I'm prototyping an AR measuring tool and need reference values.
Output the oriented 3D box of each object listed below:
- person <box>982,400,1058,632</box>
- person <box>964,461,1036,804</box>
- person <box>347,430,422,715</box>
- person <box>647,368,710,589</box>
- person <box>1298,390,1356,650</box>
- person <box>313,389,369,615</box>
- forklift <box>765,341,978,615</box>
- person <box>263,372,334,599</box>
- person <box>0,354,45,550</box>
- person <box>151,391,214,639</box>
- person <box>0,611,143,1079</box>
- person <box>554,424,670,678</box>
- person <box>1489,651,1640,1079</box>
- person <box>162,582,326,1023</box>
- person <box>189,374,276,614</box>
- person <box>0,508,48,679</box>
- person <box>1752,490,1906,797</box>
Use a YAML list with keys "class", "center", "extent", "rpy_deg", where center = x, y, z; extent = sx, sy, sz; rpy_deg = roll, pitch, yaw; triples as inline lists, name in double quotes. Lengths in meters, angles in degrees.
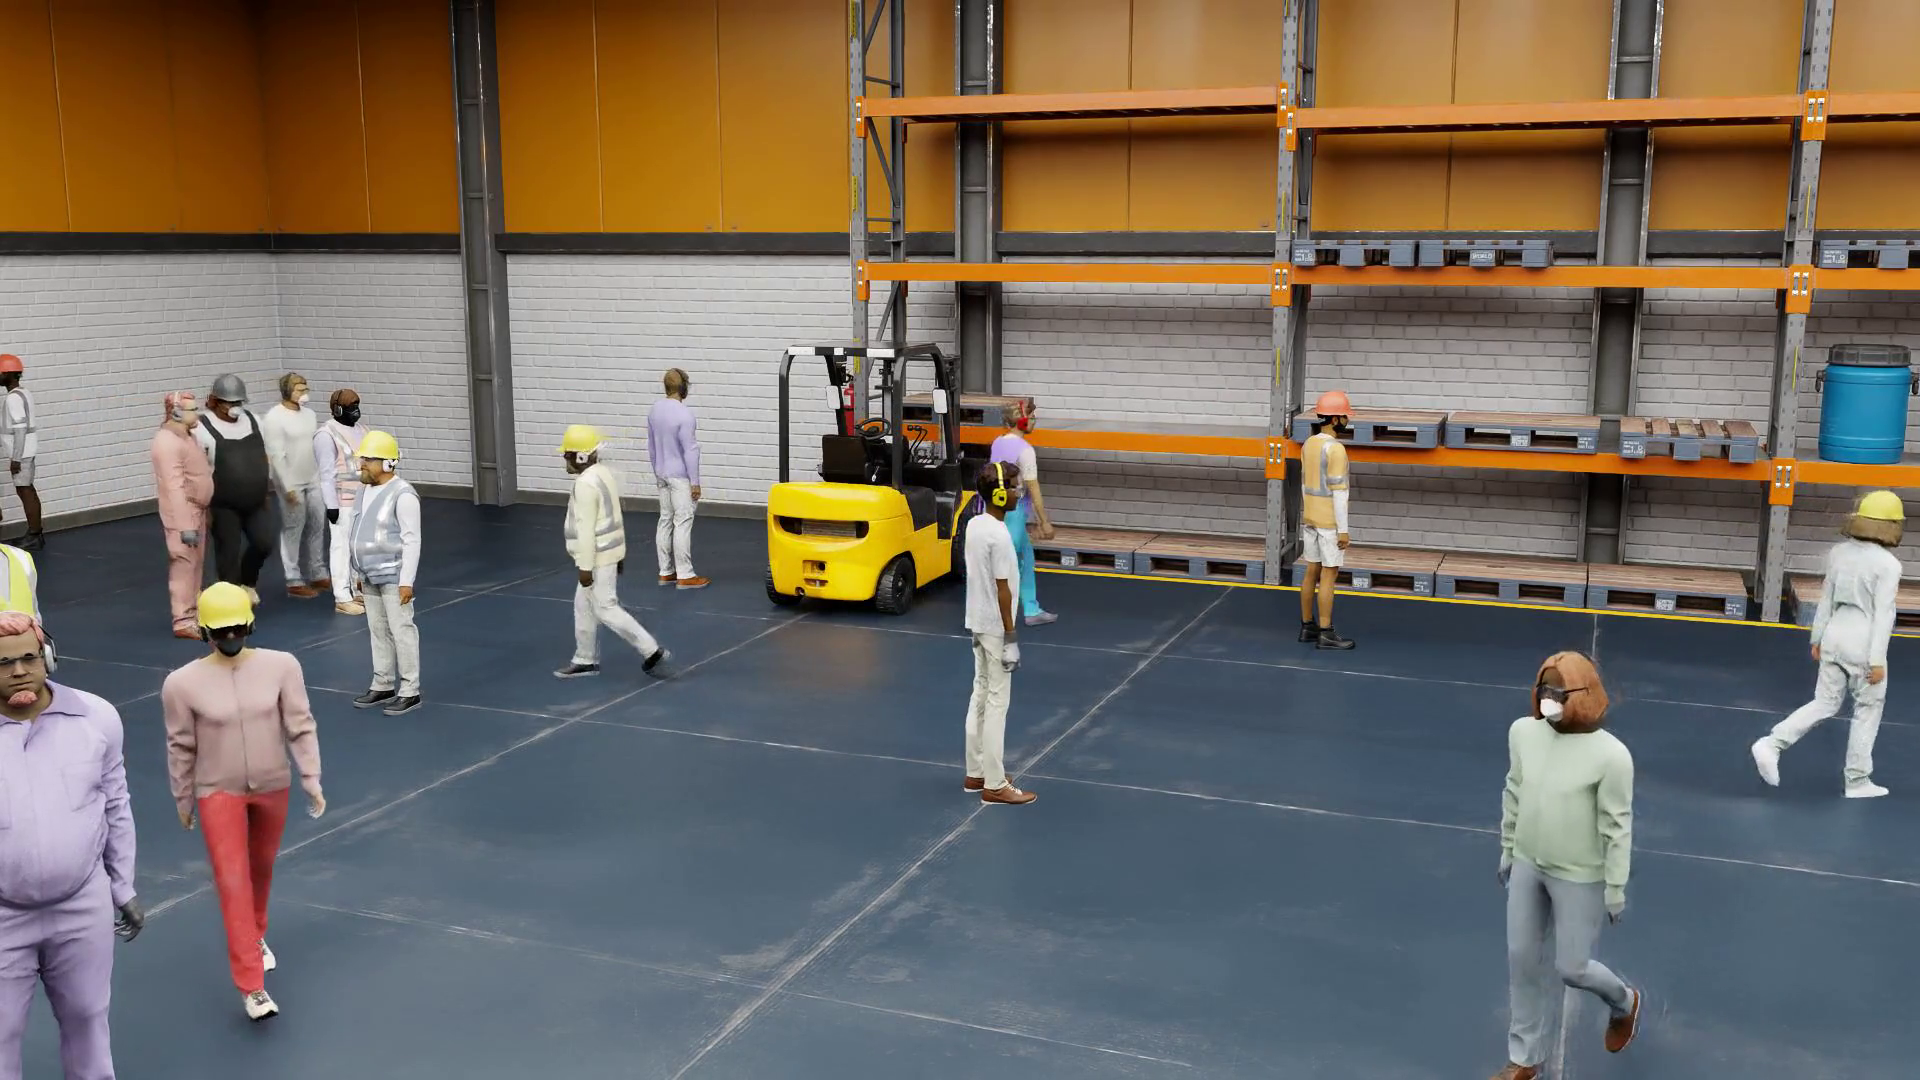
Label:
- class: "person"
  center: [0.505, -0.171, 12.908]
  extent: [0.841, 1.814, 0.569]
  rpy_deg: [-3, 11, -18]
- class: "person"
  center: [0.191, 0.504, 9.030]
  extent: [0.319, 1.860, 0.540]
  rpy_deg: [-4, 11, -21]
- class: "person"
  center: [-3.720, 0.207, 10.736]
  extent: [0.590, 1.837, 0.404]
  rpy_deg: [8, 13, 36]
- class: "person"
  center: [-2.482, -0.540, 14.610]
  extent: [0.357, 1.937, 0.637]
  rpy_deg: [-9, 14, -42]
- class: "person"
  center: [2.752, -0.148, 12.433]
  extent: [0.354, 1.939, 0.544]
  rpy_deg: [-3, 11, -17]
- class: "person"
  center: [-4.998, -0.321, 13.666]
  extent: [0.429, 1.843, 0.632]
  rpy_deg: [2, 10, 13]
- class: "forklift"
  center: [-0.739, -0.602, 14.246]
  extent: [1.214, 2.155, 2.313]
  rpy_deg: [4, 11, 21]
- class: "person"
  center: [-5.641, -0.465, 14.204]
  extent: [0.402, 1.936, 0.642]
  rpy_deg: [3, 11, 16]
- class: "person"
  center: [-9.313, -0.864, 16.424]
  extent: [0.364, 1.935, 0.552]
  rpy_deg: [-4, 11, -21]
- class: "person"
  center: [-5.943, -0.197, 12.800]
  extent: [0.402, 1.906, 0.663]
  rpy_deg: [-2, 10, -13]
- class: "person"
  center: [-2.911, 1.158, 5.244]
  extent: [0.639, 1.909, 0.409]
  rpy_deg: [-10, 14, -44]
- class: "person"
  center: [-2.423, 0.090, 11.507]
  extent: [0.782, 1.804, 0.599]
  rpy_deg: [-1, 10, -5]
- class: "person"
  center: [2.187, 1.176, 5.964]
  extent: [0.605, 1.616, 0.503]
  rpy_deg: [-7, 12, -32]
- class: "person"
  center: [-2.841, 1.005, 6.633]
  extent: [0.533, 1.716, 0.928]
  rpy_deg: [-8, 13, -37]
- class: "person"
  center: [-5.819, -0.358, 13.312]
  extent: [0.569, 2.000, 0.718]
  rpy_deg: [7, 12, 35]
- class: "person"
  center: [-4.648, 0.695, 8.002]
  extent: [0.429, 1.843, 0.633]
  rpy_deg: [4, 11, 20]
- class: "person"
  center: [4.752, 0.579, 9.021]
  extent: [0.696, 1.717, 0.500]
  rpy_deg: [-3, 11, -15]
